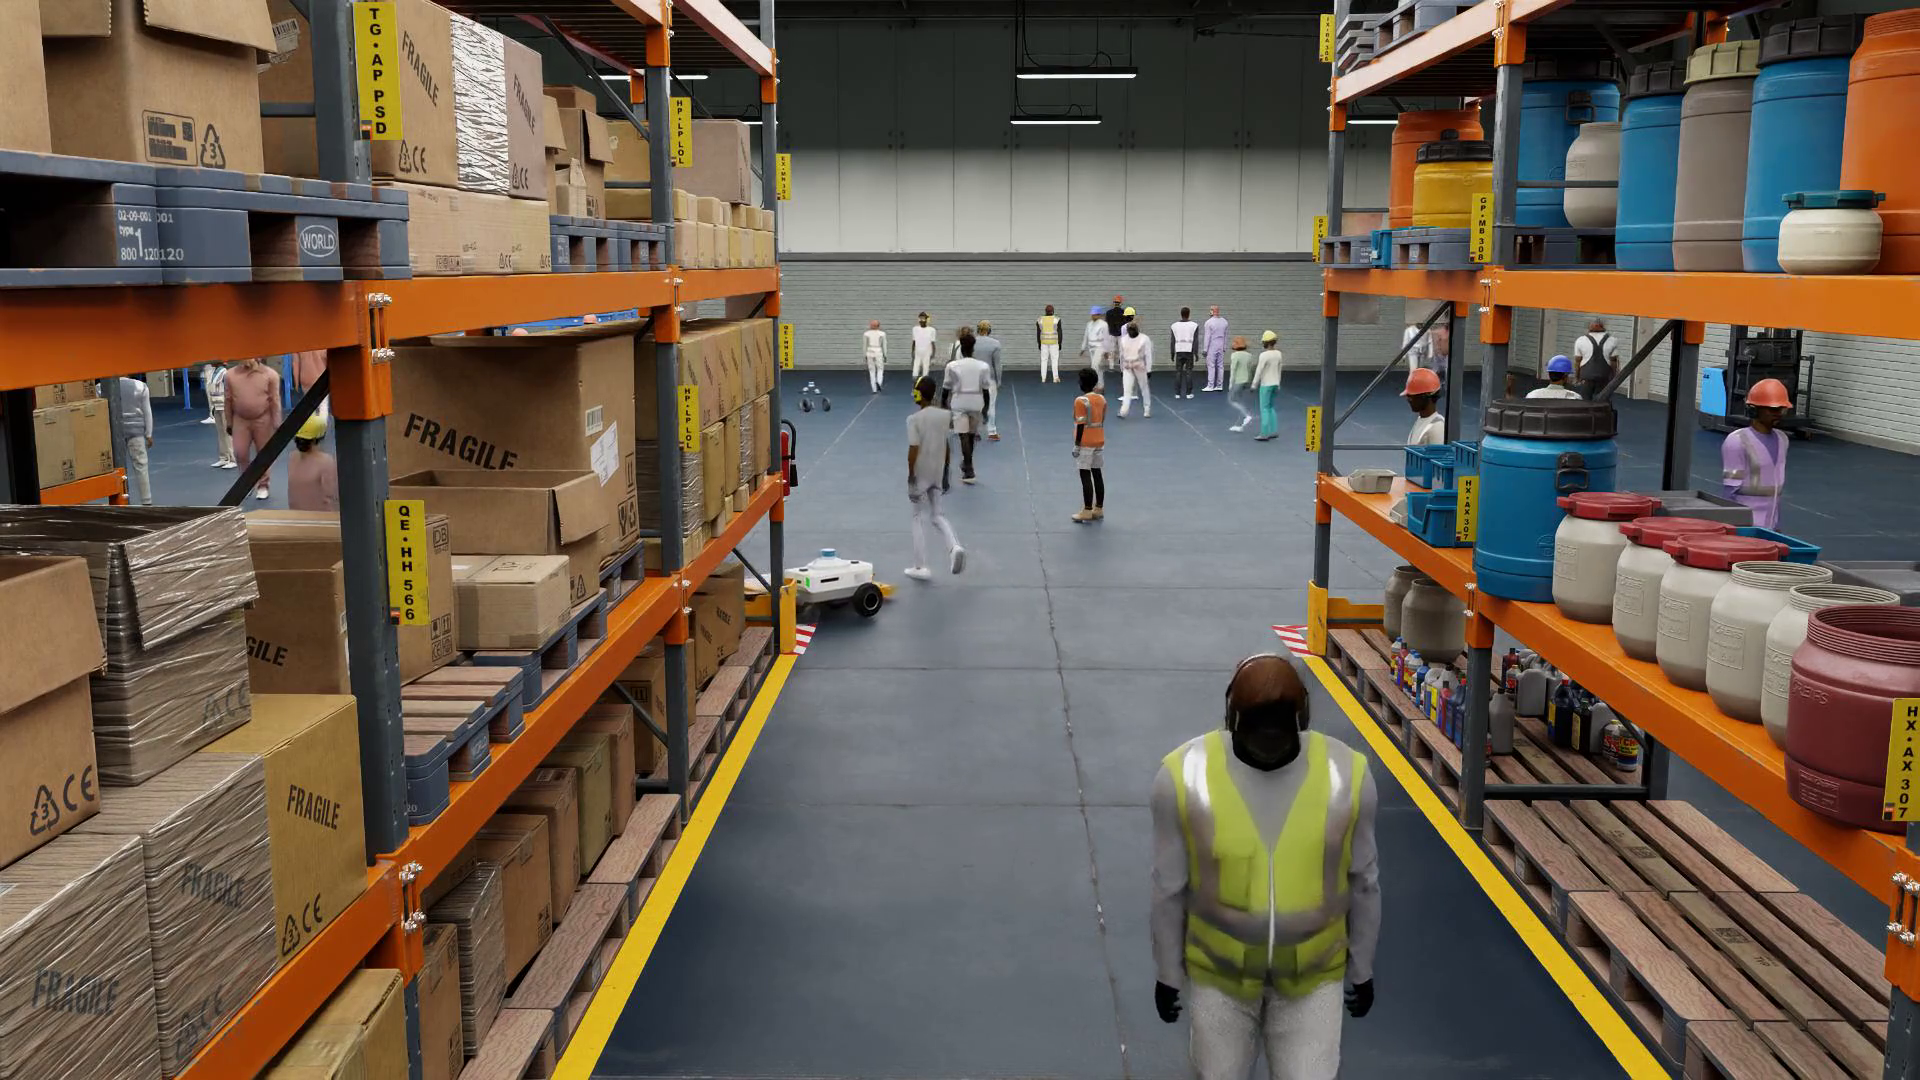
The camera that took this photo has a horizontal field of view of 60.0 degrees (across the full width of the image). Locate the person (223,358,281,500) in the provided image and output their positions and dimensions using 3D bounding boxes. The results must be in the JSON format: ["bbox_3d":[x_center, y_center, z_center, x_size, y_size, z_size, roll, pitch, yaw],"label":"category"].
[{"bbox_3d":[-8.504,-1.412,19.959,0.676,1.882,0.646,-2,10,-11],"label":"person"}]

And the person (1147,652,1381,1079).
[{"bbox_3d":[0.839,1.186,4.645,0.645,1.817,0.461,1,10,6],"label":"person"}]

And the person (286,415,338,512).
[{"bbox_3d":[-5.000,-0.138,12.880,0.587,1.701,0.849,5,11,29],"label":"person"}]

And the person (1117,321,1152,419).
[{"bbox_3d":[3.232,-3.121,30.545,0.679,1.781,1.004,6,11,31],"label":"person"}]

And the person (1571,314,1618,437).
[{"bbox_3d":[10.389,-2.676,27.205,0.800,2.000,0.536,1,10,4],"label":"person"}]

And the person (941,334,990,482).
[{"bbox_3d":[0.056,-1.740,21.827,0.631,1.910,0.996,-3,10,-18],"label":"person"}]

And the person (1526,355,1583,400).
[{"bbox_3d":[5.838,-0.841,16.366,0.618,1.944,0.396,9,13,43],"label":"person"}]

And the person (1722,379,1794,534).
[{"bbox_3d":[5.621,-0.116,11.801,0.618,2.047,0.504,-5,11,-28],"label":"person"}]

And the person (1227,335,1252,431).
[{"bbox_3d":[4.738,-2.639,28.087,0.415,1.622,0.517,8,12,40],"label":"person"}]

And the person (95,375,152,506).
[{"bbox_3d":[-9.524,-1.215,18.957,0.592,1.829,0.404,-5,11,-27],"label":"person"}]

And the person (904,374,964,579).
[{"bbox_3d":[-0.258,-0.558,14.939,0.530,1.858,0.613,-8,12,-39],"label":"person"}]

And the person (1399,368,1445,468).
[{"bbox_3d":[3.588,-0.312,12.930,0.394,2.037,0.605,0,9,1],"label":"person"}]

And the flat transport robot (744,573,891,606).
[{"bbox_3d":[-1.350,0.411,13.999,1.431,0.197,0.652,-7,12,-38],"label":"flat transport robot"}]

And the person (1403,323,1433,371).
[{"bbox_3d":[9.811,-3.966,35.596,0.605,1.783,0.943,-1,10,-4],"label":"person"}]

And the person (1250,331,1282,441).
[{"bbox_3d":[4.924,-2.471,26.698,0.547,1.763,0.363,-9,13,-44],"label":"person"}]

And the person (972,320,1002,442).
[{"bbox_3d":[0.387,-2.556,26.657,0.627,1.940,0.372,4,10,21],"label":"person"}]

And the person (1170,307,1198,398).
[{"bbox_3d":[4.743,-3.957,35.157,0.591,1.909,0.427,3,10,19],"label":"person"}]

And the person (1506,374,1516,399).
[{"bbox_3d":[5.262,-0.682,15.843,0.571,1.806,0.886,-8,12,-39],"label":"person"}]

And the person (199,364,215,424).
[{"bbox_3d":[-13.375,-3.011,29.623,0.321,1.866,0.514,1,9,3],"label":"person"}]

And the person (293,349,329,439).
[{"bbox_3d":[-10.299,-2.546,26.520,0.625,1.974,0.771,-3,10,-17],"label":"person"}]

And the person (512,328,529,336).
[{"bbox_3d":[-6.070,-1.966,23.129,0.358,1.938,0.542,3,10,19],"label":"person"}]

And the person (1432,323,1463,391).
[{"bbox_3d":[10.457,-3.979,35.836,0.541,1.716,0.897,-4,10,-22],"label":"person"}]

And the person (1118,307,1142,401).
[{"bbox_3d":[3.507,-3.856,34.483,0.370,1.925,0.595,9,13,43],"label":"person"}]

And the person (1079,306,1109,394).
[{"bbox_3d":[2.860,-4.104,36.033,0.899,1.908,0.607,-6,11,-33],"label":"person"}]

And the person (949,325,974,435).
[{"bbox_3d":[0.024,-2.652,27.625,0.524,1.805,0.550,-5,11,-28],"label":"person"}]

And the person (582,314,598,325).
[{"bbox_3d":[-6.653,-3.104,29.958,0.548,1.934,0.376,4,10,24],"label":"person"}]

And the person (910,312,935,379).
[{"bbox_3d":[-0.773,-3.736,33.992,0.556,1.851,0.422,3,10,18],"label":"person"}]

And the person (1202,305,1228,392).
[{"bbox_3d":[5.633,-4.249,36.907,0.642,1.906,0.410,-7,12,-35],"label":"person"}]

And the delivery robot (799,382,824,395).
[{"bbox_3d":[-2.871,-2.939,32.159,0.335,0.223,0.698,-5,11,-29],"label":"delivery robot"}]

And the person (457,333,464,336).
[{"bbox_3d":[-8.873,-3.143,30.228,0.559,1.922,0.647,-4,10,-25],"label":"person"}]

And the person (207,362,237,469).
[{"bbox_3d":[-10.246,-1.812,23.100,0.523,1.638,0.310,8,13,41],"label":"person"}]

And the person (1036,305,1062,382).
[{"bbox_3d":[2.148,-4.695,39.765,0.625,1.845,0.429,3,10,16],"label":"person"}]

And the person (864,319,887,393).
[{"bbox_3d":[-1.858,-4.024,36.403,0.513,1.623,0.413,1,9,4],"label":"person"}]

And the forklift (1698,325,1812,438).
[{"bbox_3d":[13.248,-3.165,27.620,1.129,2.768,1.873,0,9,1],"label":"forklift"}]

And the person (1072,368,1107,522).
[{"bbox_3d":[1.420,-1.057,18.406,0.317,1.695,0.540,7,12,36],"label":"person"}]

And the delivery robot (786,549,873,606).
[{"bbox_3d":[-1.057,0.314,13.453,0.707,0.478,0.477,-8,13,-41],"label":"delivery robot"}]

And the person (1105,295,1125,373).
[{"bbox_3d":[4.091,-5.354,43.251,0.623,1.992,0.396,3,10,15],"label":"person"}]
